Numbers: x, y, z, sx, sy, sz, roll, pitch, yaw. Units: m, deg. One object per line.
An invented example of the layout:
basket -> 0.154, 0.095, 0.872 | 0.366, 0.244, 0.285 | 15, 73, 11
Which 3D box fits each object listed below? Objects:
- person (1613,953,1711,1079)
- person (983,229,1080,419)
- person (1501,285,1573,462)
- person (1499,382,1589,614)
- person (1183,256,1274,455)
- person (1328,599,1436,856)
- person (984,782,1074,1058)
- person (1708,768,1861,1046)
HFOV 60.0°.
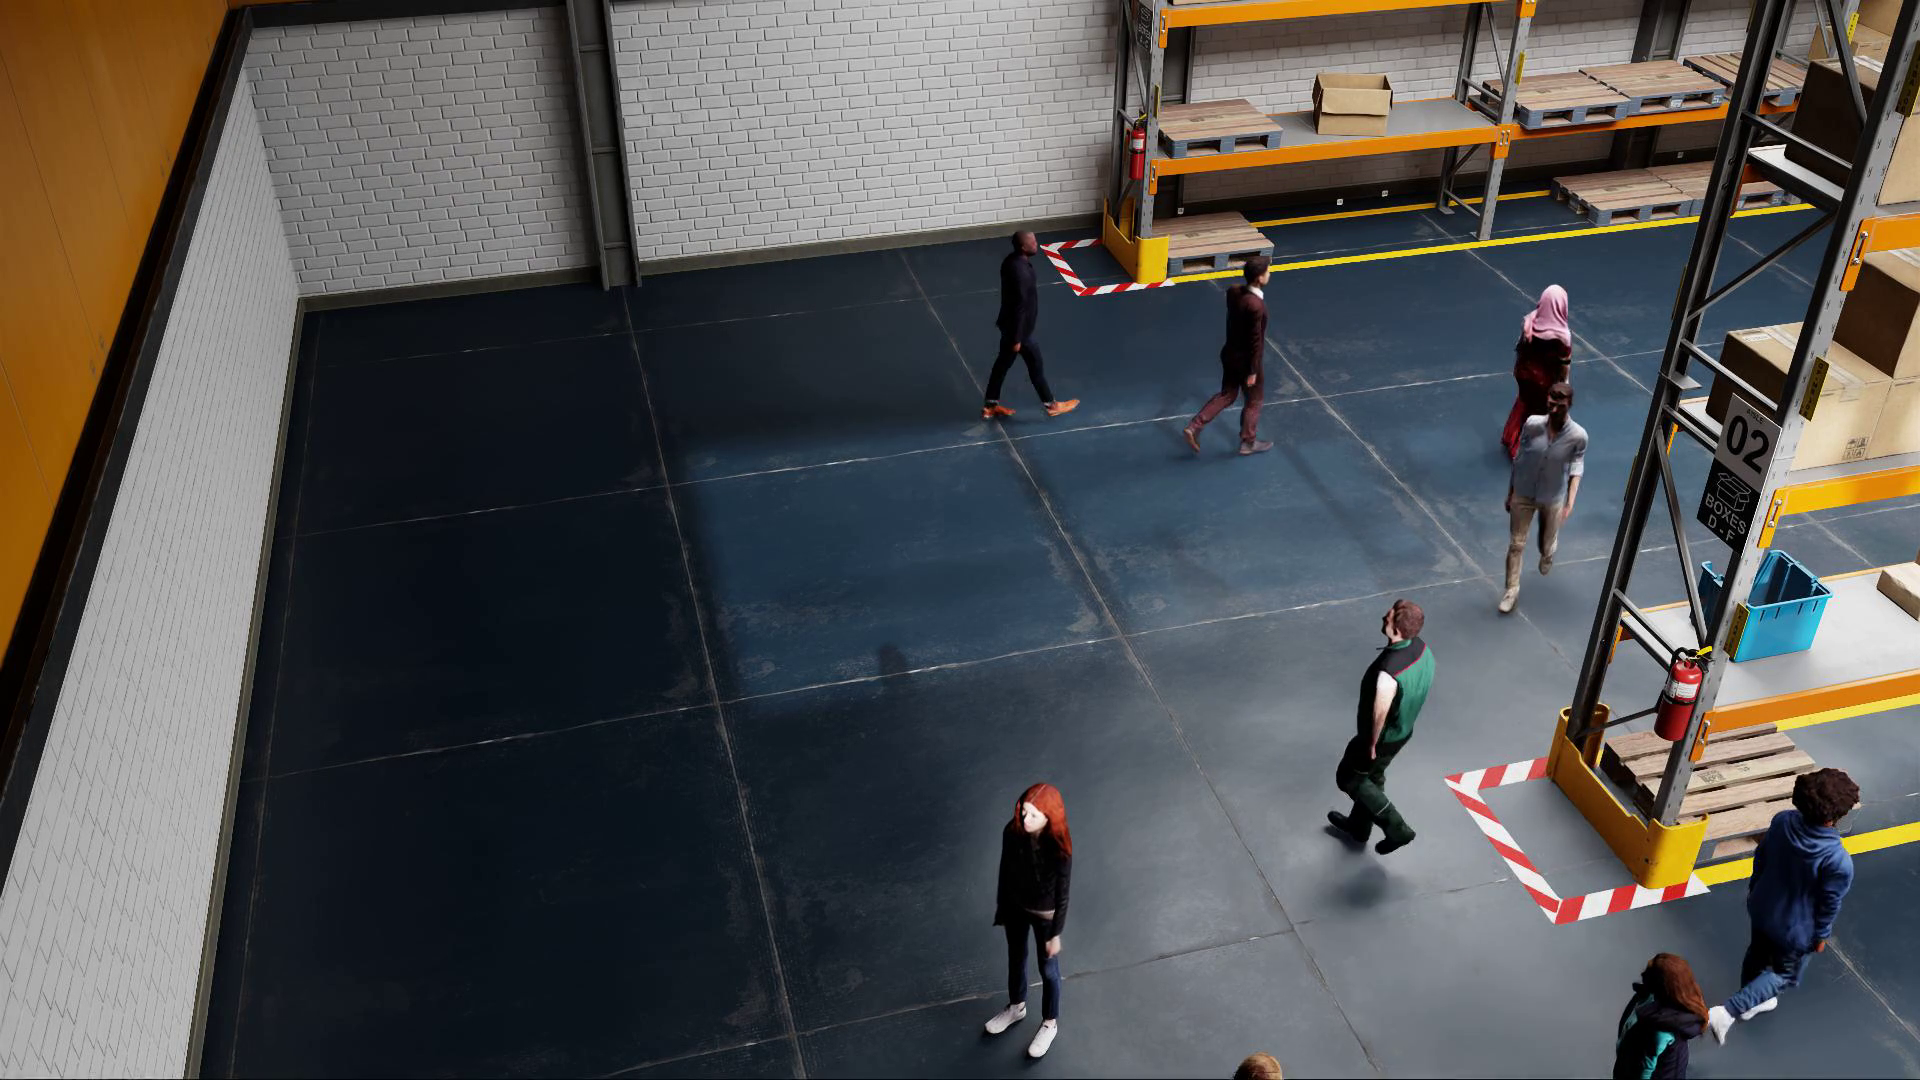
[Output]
person -> 3.345, 2.577, 8.134 | 0.725, 1.498, 0.678 | 11, 35, 17
person -> 0.418, -1.834, 14.515 | 1.114, 1.780, 0.816 | -5, 34, -7
person -> 4.811, -1.362, 13.944 | 0.738, 1.626, 0.714 | -17, 37, -24
person -> 4.295, -0.359, 12.252 | 1.010, 1.829, 1.072 | 18, 38, 25
person -> 2.305, -1.512, 13.970 | 1.098, 1.847, 0.777 | -13, 36, -19
person -> 2.588, 1.160, 9.961 | 0.950, 1.836, 0.914 | 25, 41, 33
person -> 0.388, 1.983, 8.767 | 0.671, 1.787, 0.716 | 23, 40, 30
person -> 4.309, 1.975, 8.769 | 0.933, 1.797, 0.721 | -12, 35, -17
